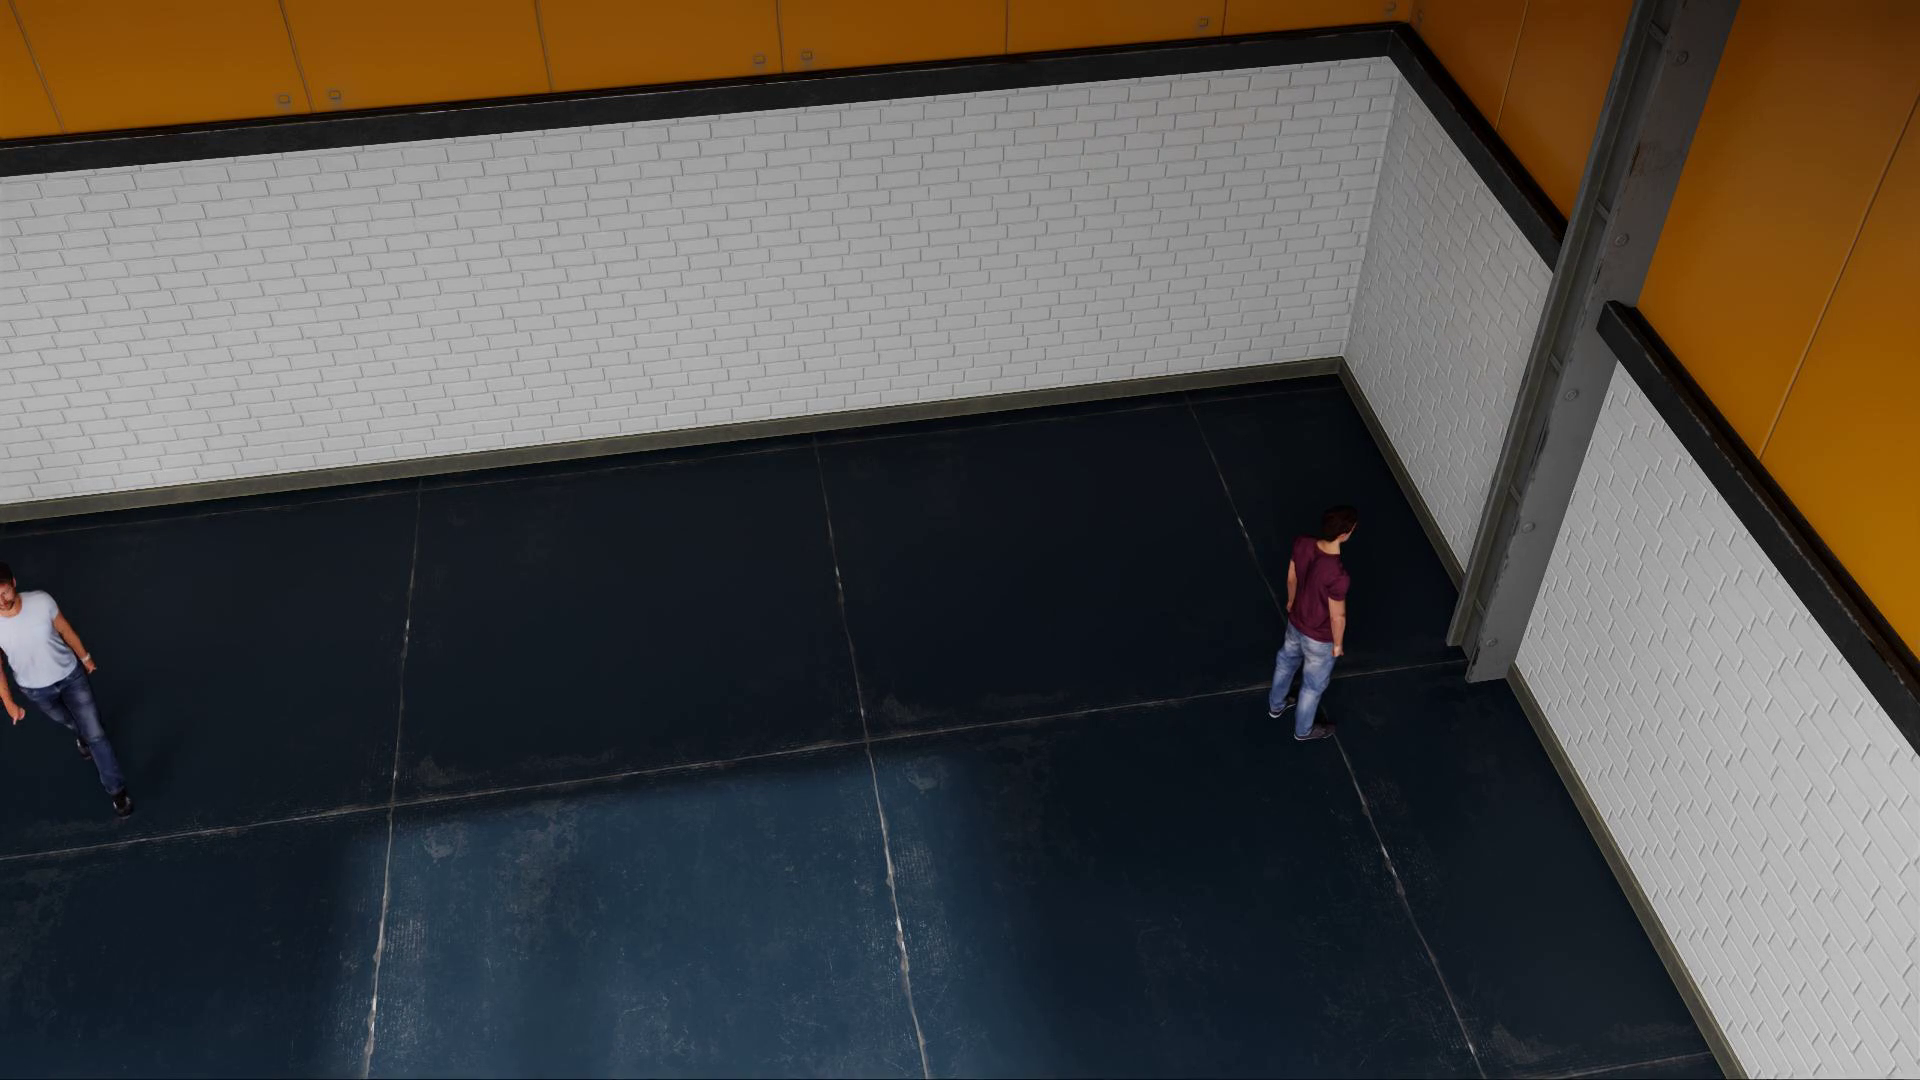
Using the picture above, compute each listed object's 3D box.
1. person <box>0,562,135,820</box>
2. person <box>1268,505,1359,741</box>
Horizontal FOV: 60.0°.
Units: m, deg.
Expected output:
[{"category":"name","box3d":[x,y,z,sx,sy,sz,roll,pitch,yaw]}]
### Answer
[{"category":"person","box3d":[-5.492,0.783,10.009,0.967,1.819,1.283,-22,48,-22]},{"category":"person","box3d":[2.189,0.508,10.277,0.786,1.847,0.620,-22,48,-21]}]
